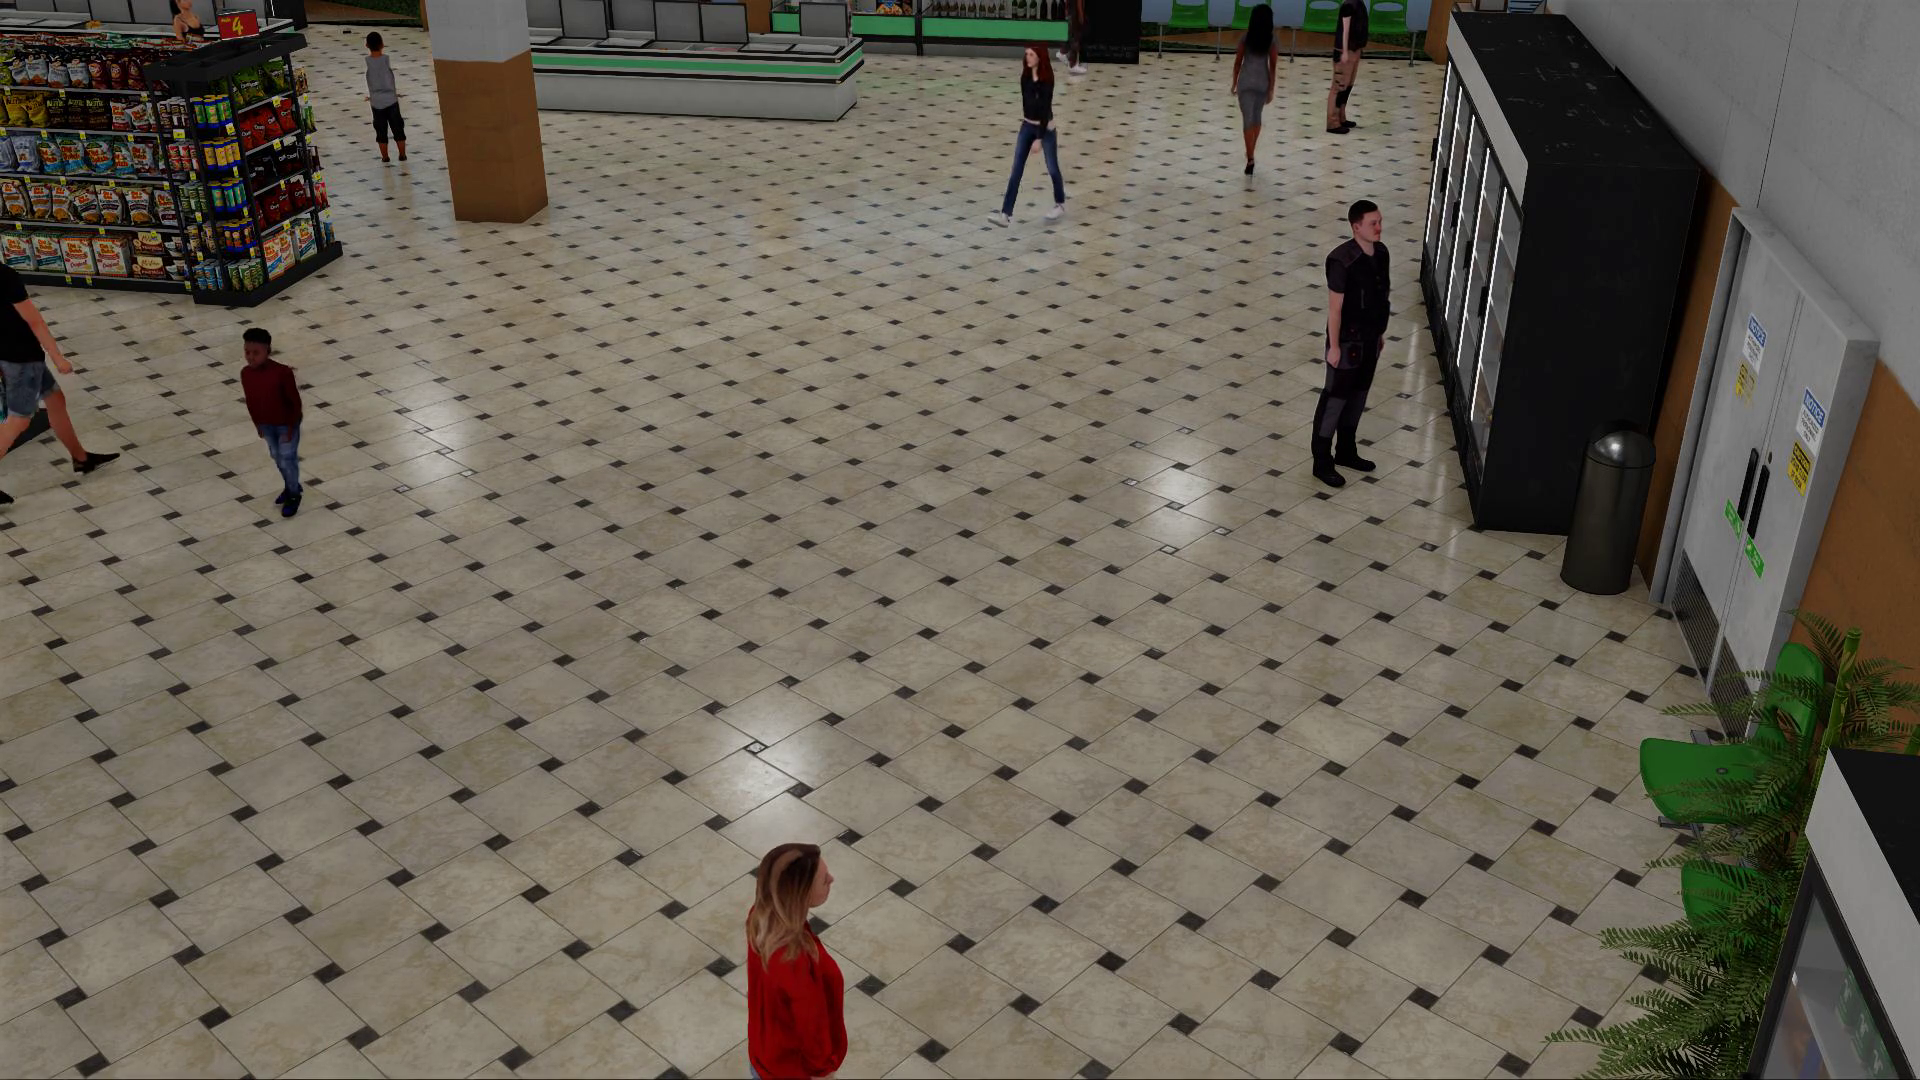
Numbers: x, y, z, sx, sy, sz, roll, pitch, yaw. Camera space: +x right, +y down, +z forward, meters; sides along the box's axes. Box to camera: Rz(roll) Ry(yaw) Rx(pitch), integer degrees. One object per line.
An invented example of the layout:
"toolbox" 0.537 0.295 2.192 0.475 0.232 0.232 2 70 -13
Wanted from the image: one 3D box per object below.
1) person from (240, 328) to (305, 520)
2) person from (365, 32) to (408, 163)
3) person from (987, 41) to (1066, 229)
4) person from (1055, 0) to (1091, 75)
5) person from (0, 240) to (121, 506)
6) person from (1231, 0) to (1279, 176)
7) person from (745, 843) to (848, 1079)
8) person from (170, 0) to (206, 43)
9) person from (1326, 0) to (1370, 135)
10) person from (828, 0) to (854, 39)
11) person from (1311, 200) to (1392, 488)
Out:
"person" -4.218 -0.759 10.374 0.553 1.229 0.567 8 28 15
"person" -6.345 -4.908 18.304 0.590 1.456 0.704 -9 28 -17
"person" 0.817 -3.832 15.894 1.229 1.718 1.111 22 35 37
"person" 1.493 -7.183 22.536 0.720 1.688 0.631 1 27 2
"person" -5.983 -1.097 10.396 1.268 1.812 1.134 21 34 36
"person" 3.115 -4.722 17.639 1.104 1.727 0.800 -1 27 -1
"person" -0.514 1.640 5.121 0.719 1.703 0.686 -14 30 -26
"person" -8.739 -5.407 18.983 0.535 1.732 0.561 6 27 11
"person" 4.555 -5.760 19.560 0.699 1.840 0.751 13 30 24
"person" -1.552 -6.844 21.692 0.564 1.846 0.644 8 28 15
"person" 2.533 -1.284 10.728 0.810 1.846 0.824 -23 35 -38
